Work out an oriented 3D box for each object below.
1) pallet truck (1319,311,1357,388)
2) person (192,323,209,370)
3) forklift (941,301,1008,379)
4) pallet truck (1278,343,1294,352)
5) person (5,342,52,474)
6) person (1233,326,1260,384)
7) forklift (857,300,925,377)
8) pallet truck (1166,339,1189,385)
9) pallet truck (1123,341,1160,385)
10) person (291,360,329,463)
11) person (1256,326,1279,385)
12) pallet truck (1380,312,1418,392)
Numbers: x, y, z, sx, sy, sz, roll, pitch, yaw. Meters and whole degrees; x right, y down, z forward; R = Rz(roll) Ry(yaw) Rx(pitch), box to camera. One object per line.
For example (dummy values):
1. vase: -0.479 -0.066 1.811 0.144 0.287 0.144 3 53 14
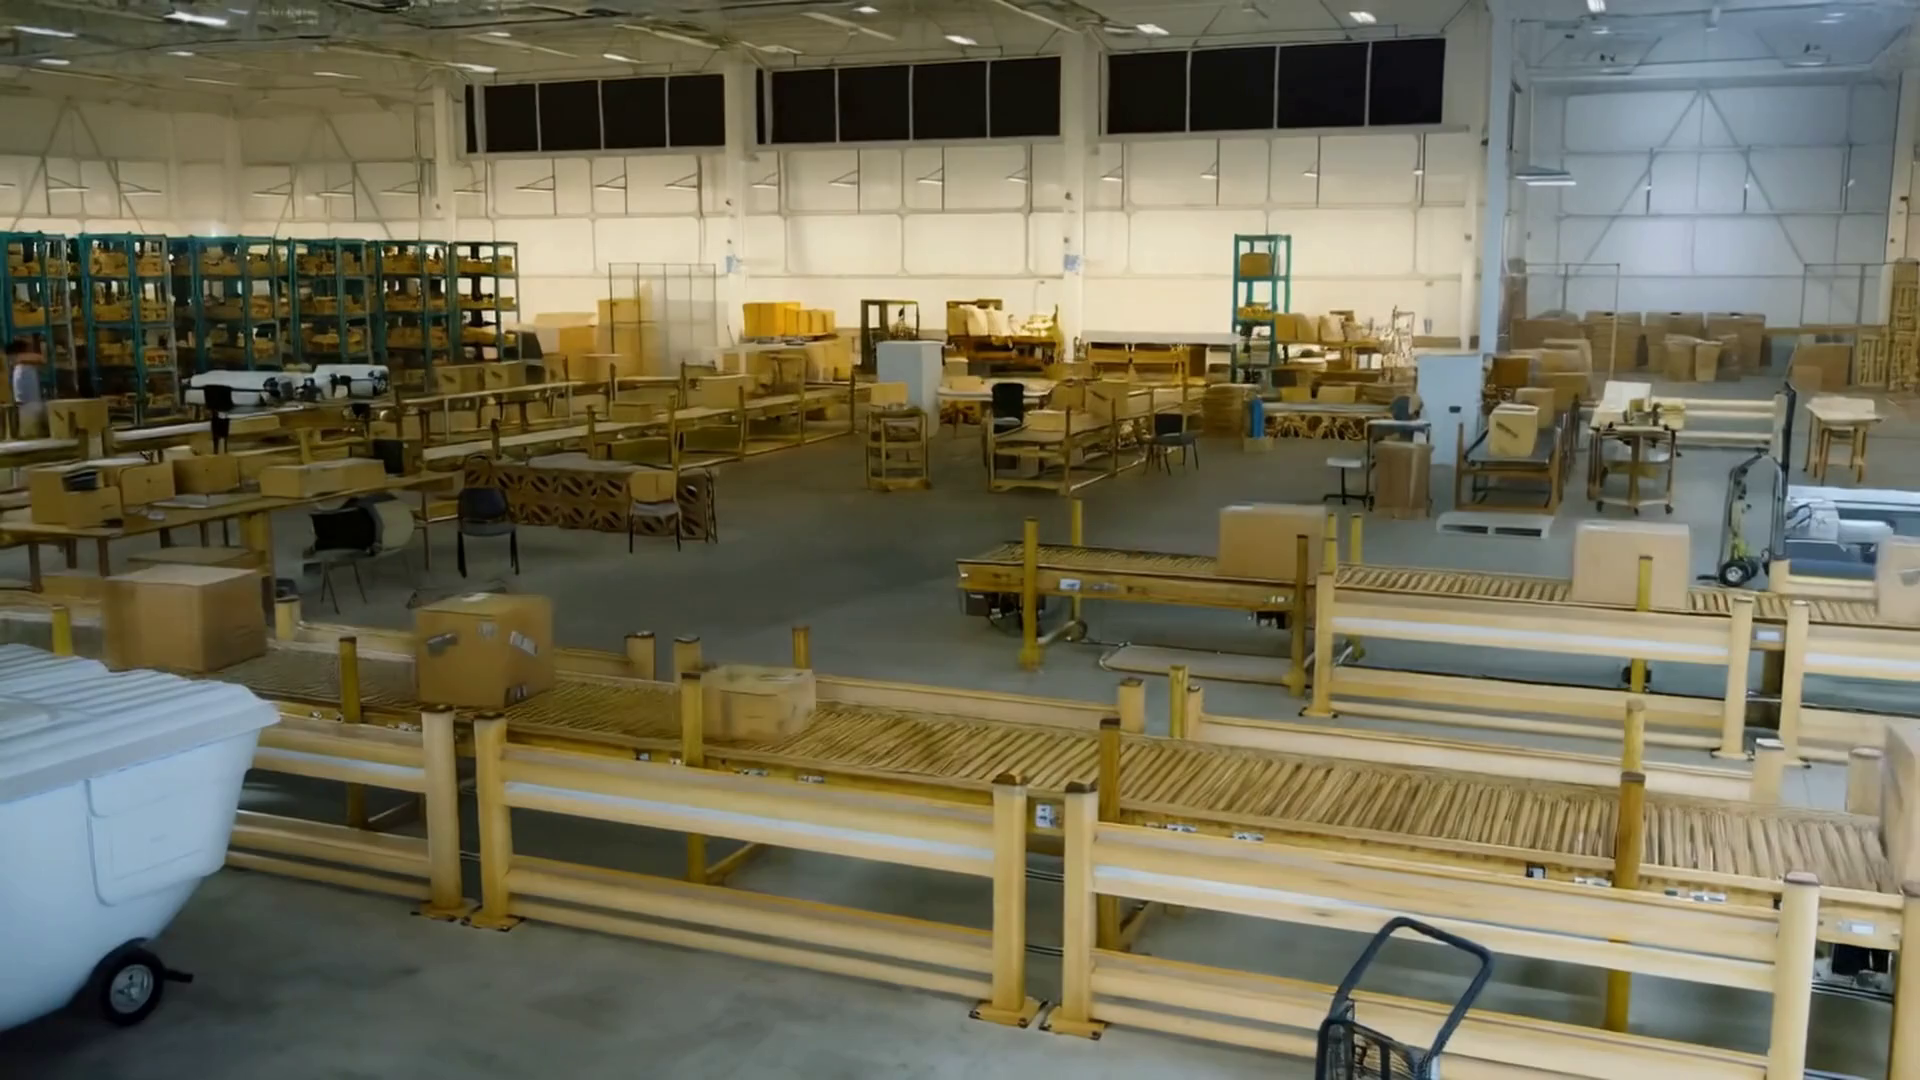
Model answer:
1. pallet truck: 9.071 -4.419 39.190 0.823 1.965 1.885 5 10 26
2. person: -17.891 -4.317 39.077 0.560 1.837 0.389 -3 10 -19
3. forklift: 0.365 -4.966 41.571 1.157 1.987 2.680 3 10 20
4. pallet truck: 7.886 -4.163 39.743 0.653 1.274 1.630 4 10 22
5. person: -13.592 -1.918 24.234 0.644 1.931 0.462 8 12 40
6. person: 5.863 -3.547 33.939 1.071 1.996 0.621 -5 10 -26
7. forklift: -1.732 -5.109 42.468 1.157 1.987 2.680 4 10 22
8. pallet truck: 5.418 -4.269 40.420 0.704 1.261 1.522 3 10 20
9. pallet truck: 4.445 -4.380 41.279 0.680 1.201 1.601 4 10 22
10. person: -8.840 -1.578 22.709 0.553 1.745 0.654 2 10 15
11. person: 6.682 -3.854 36.075 0.464 1.890 0.672 -2 10 -14
12. pallet truck: 10.207 -4.283 38.369 0.823 1.965 1.885 3 10 20
